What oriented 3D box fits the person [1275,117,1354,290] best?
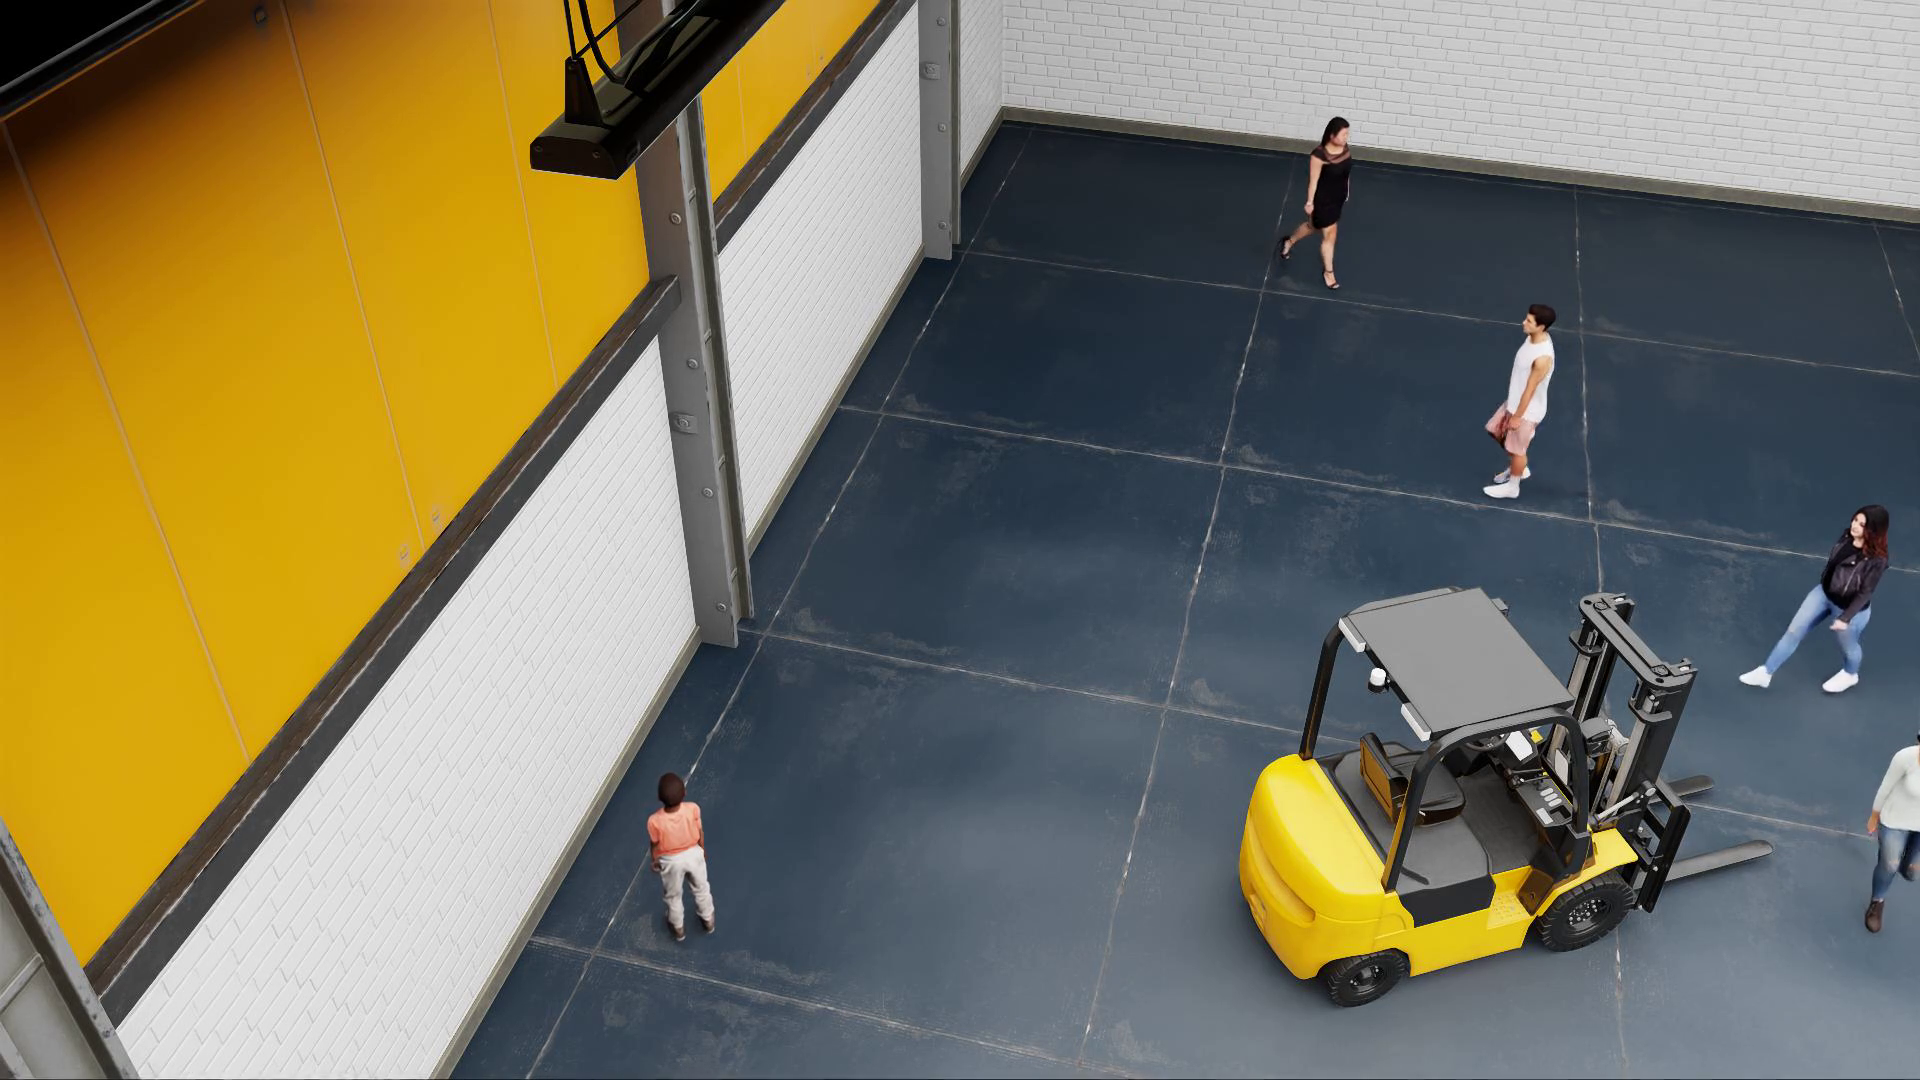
[{"bbox_3d":[3.436,-3.280,15.979,1.042,1.683,1.101,31,48,33],"label":"person"}]

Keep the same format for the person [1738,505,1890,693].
[{"bbox_3d":[6.102,0.442,11.392,1.050,1.593,1.151,-8,39,-10],"label":"person"}]

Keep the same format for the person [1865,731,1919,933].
[{"bbox_3d":[5.635,1.625,9.887,0.634,1.622,0.770,11,40,14],"label":"person"}]

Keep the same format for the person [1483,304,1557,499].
[{"bbox_3d":[4.547,-1.066,13.133,0.753,1.777,0.674,3,39,3],"label":"person"}]

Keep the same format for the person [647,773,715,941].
[{"bbox_3d":[-1.651,1.872,9.828,0.551,1.308,0.597,-14,41,-17],"label":"person"}]
